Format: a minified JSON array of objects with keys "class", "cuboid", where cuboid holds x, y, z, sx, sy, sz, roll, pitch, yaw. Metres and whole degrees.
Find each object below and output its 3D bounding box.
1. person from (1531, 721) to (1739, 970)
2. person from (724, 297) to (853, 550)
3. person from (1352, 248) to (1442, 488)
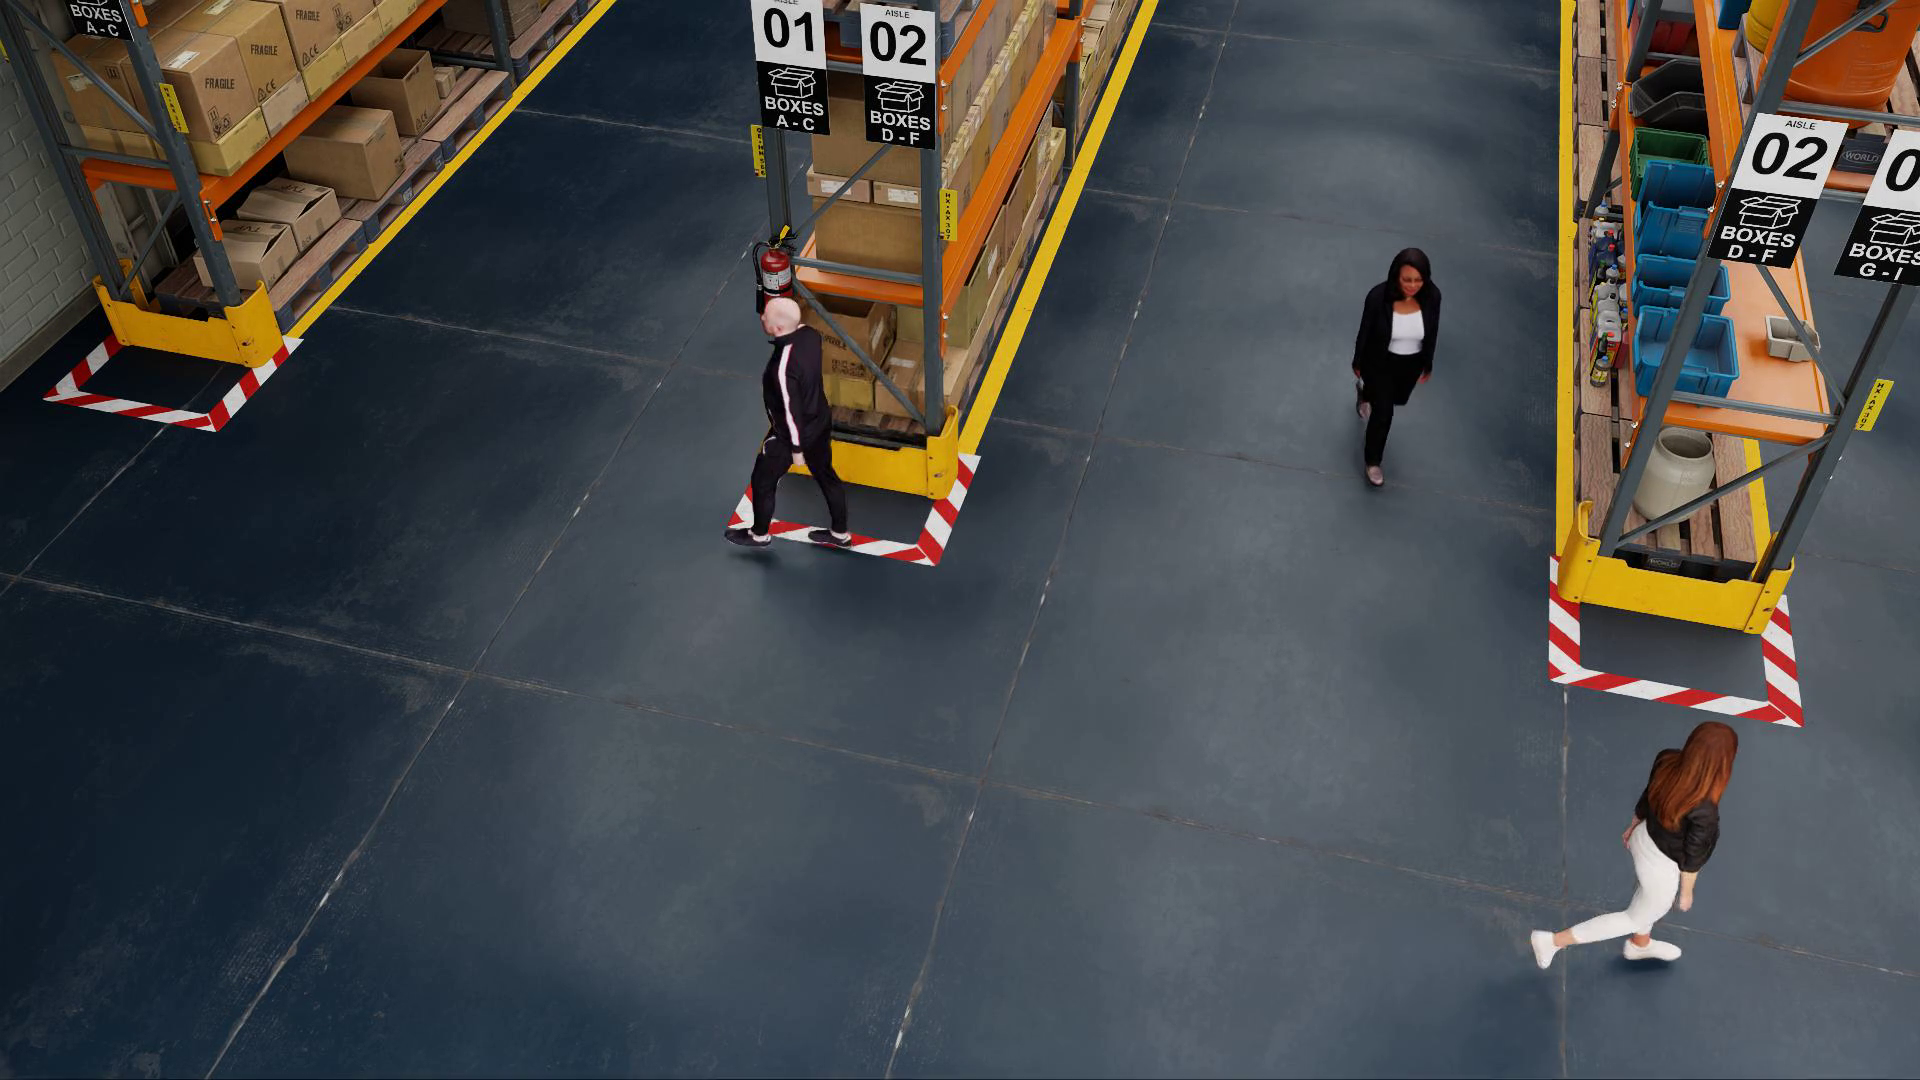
[{"class":"person","cuboid":[3.073,1.437,7.469,0.812,1.684,1.019,0,43,0]},{"class":"person","cuboid":[-0.823,-0.606,9.566,0.771,1.809,0.917,13,45,13]},{"class":"person","cuboid":[2.661,-1.154,10.316,0.920,1.586,1.118,-7,44,-8]}]
